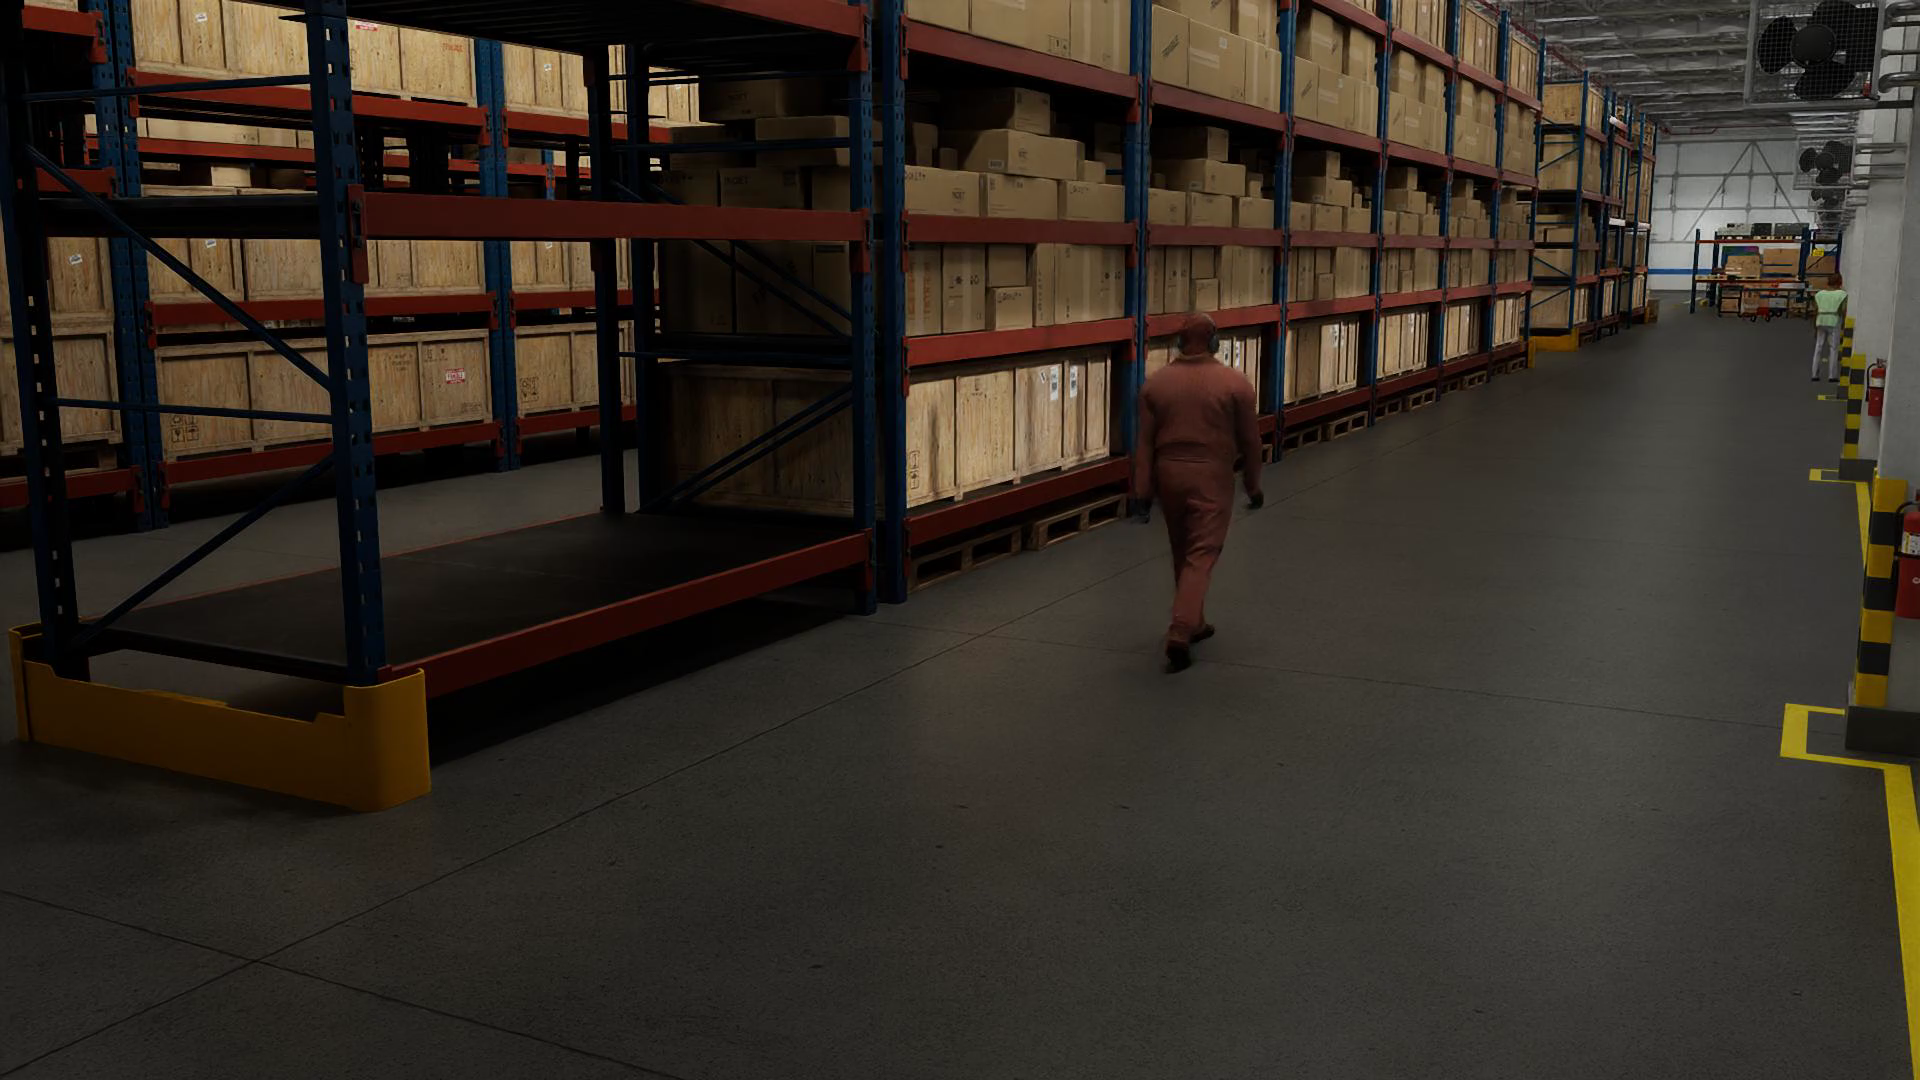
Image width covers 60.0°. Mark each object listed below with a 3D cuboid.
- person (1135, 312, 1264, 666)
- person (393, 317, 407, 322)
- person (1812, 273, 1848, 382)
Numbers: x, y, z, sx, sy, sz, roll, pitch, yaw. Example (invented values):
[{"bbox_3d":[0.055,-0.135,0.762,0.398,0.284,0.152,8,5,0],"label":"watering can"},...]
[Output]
[{"bbox_3d":[1.261,-0.283,8.939,0.642,1.870,0.954,6,11,31],"label":"person"},{"bbox_3d":[-6.840,-2.210,20.430,0.294,1.744,0.486,-3,10,-16],"label":"person"},{"bbox_3d":[14.696,-3.582,28.119,0.394,1.836,0.561,-8,12,-38],"label":"person"}]
